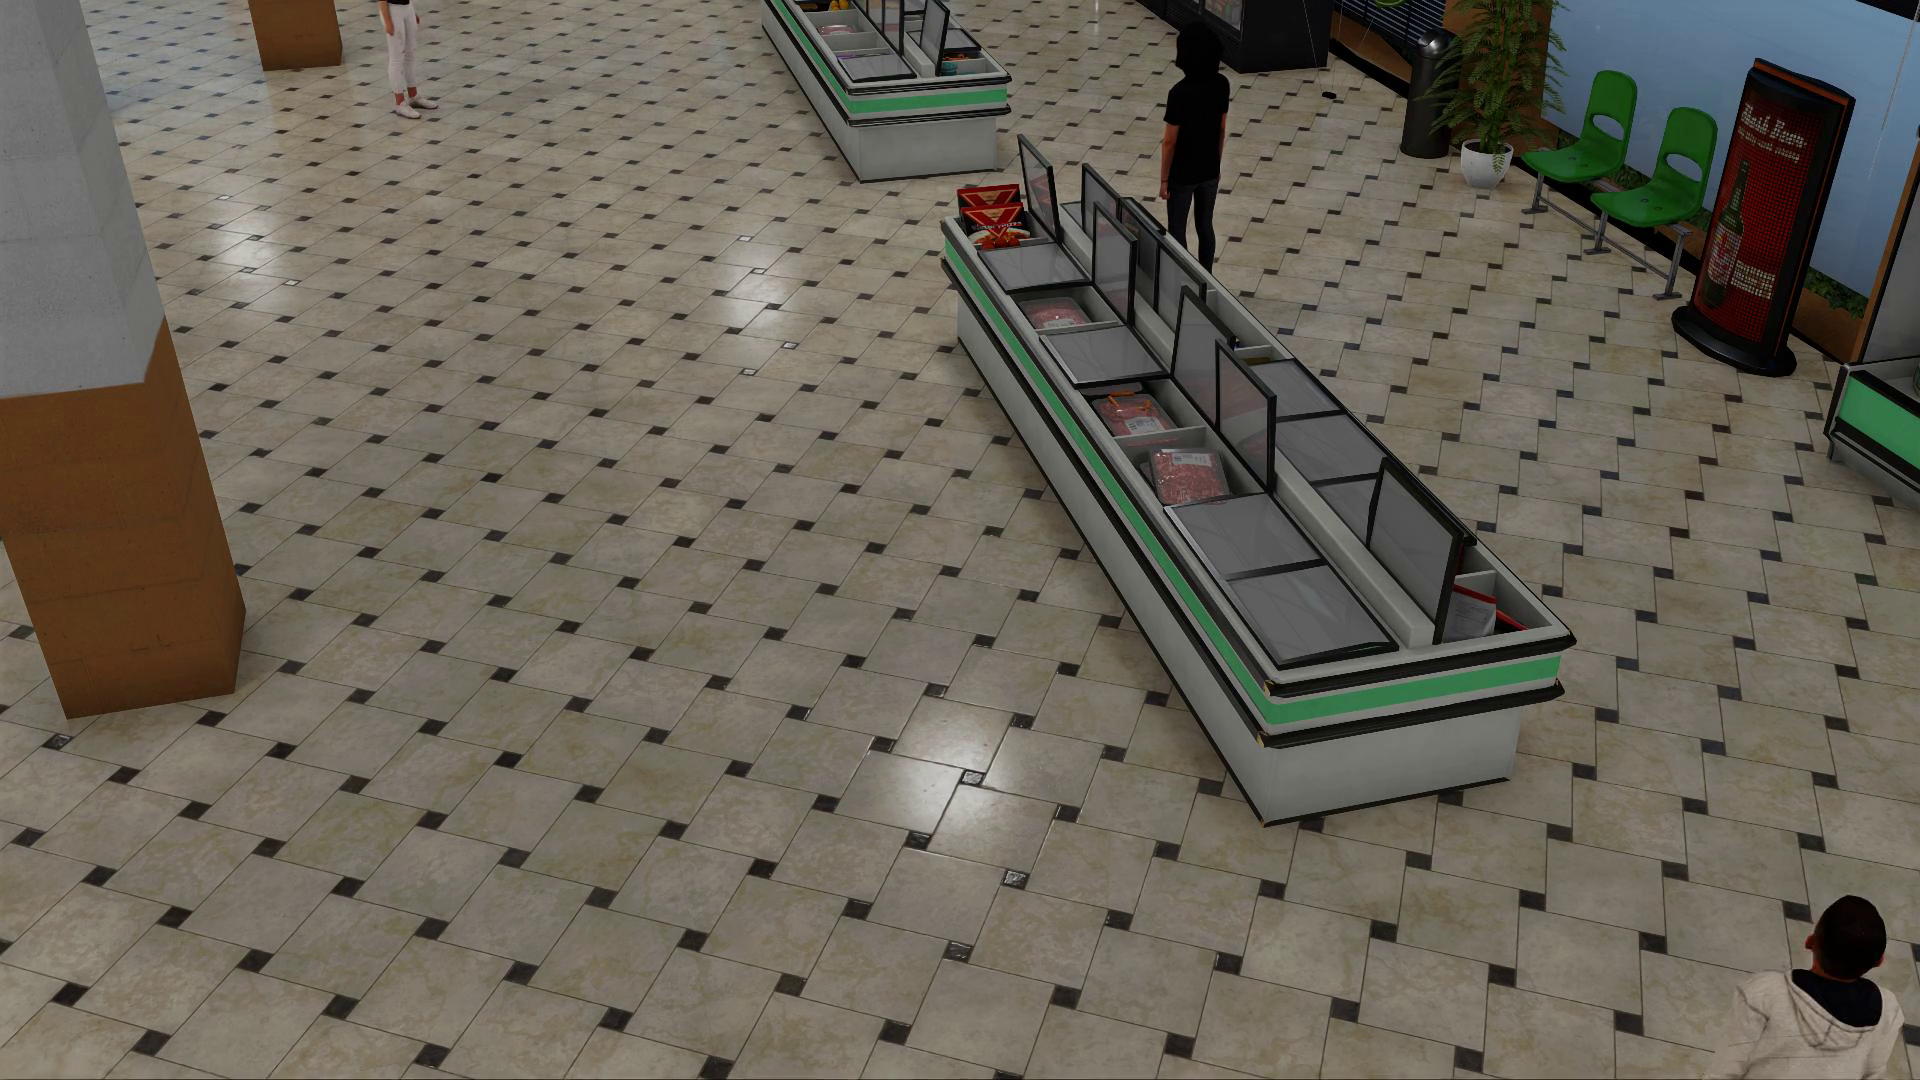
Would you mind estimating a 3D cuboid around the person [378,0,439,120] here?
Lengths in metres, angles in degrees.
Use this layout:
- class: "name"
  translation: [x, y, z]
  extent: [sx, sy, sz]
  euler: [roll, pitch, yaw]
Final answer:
- class: "person"
  translation: [-4.797, -4.497, 14.186]
  extent: [0.729, 1.703, 0.624]
  euler: [9, 33, 14]

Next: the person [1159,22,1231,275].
- class: "person"
  translation: [1.508, -2.400, 10.696]
  extent: [0.675, 1.829, 0.603]
  euler: [-16, 35, -23]

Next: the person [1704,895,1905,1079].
- class: "person"
  translation: [2.283, 1.617, 4.605]
  extent: [0.700, 1.443, 0.724]
  euler: [8, 33, 13]
